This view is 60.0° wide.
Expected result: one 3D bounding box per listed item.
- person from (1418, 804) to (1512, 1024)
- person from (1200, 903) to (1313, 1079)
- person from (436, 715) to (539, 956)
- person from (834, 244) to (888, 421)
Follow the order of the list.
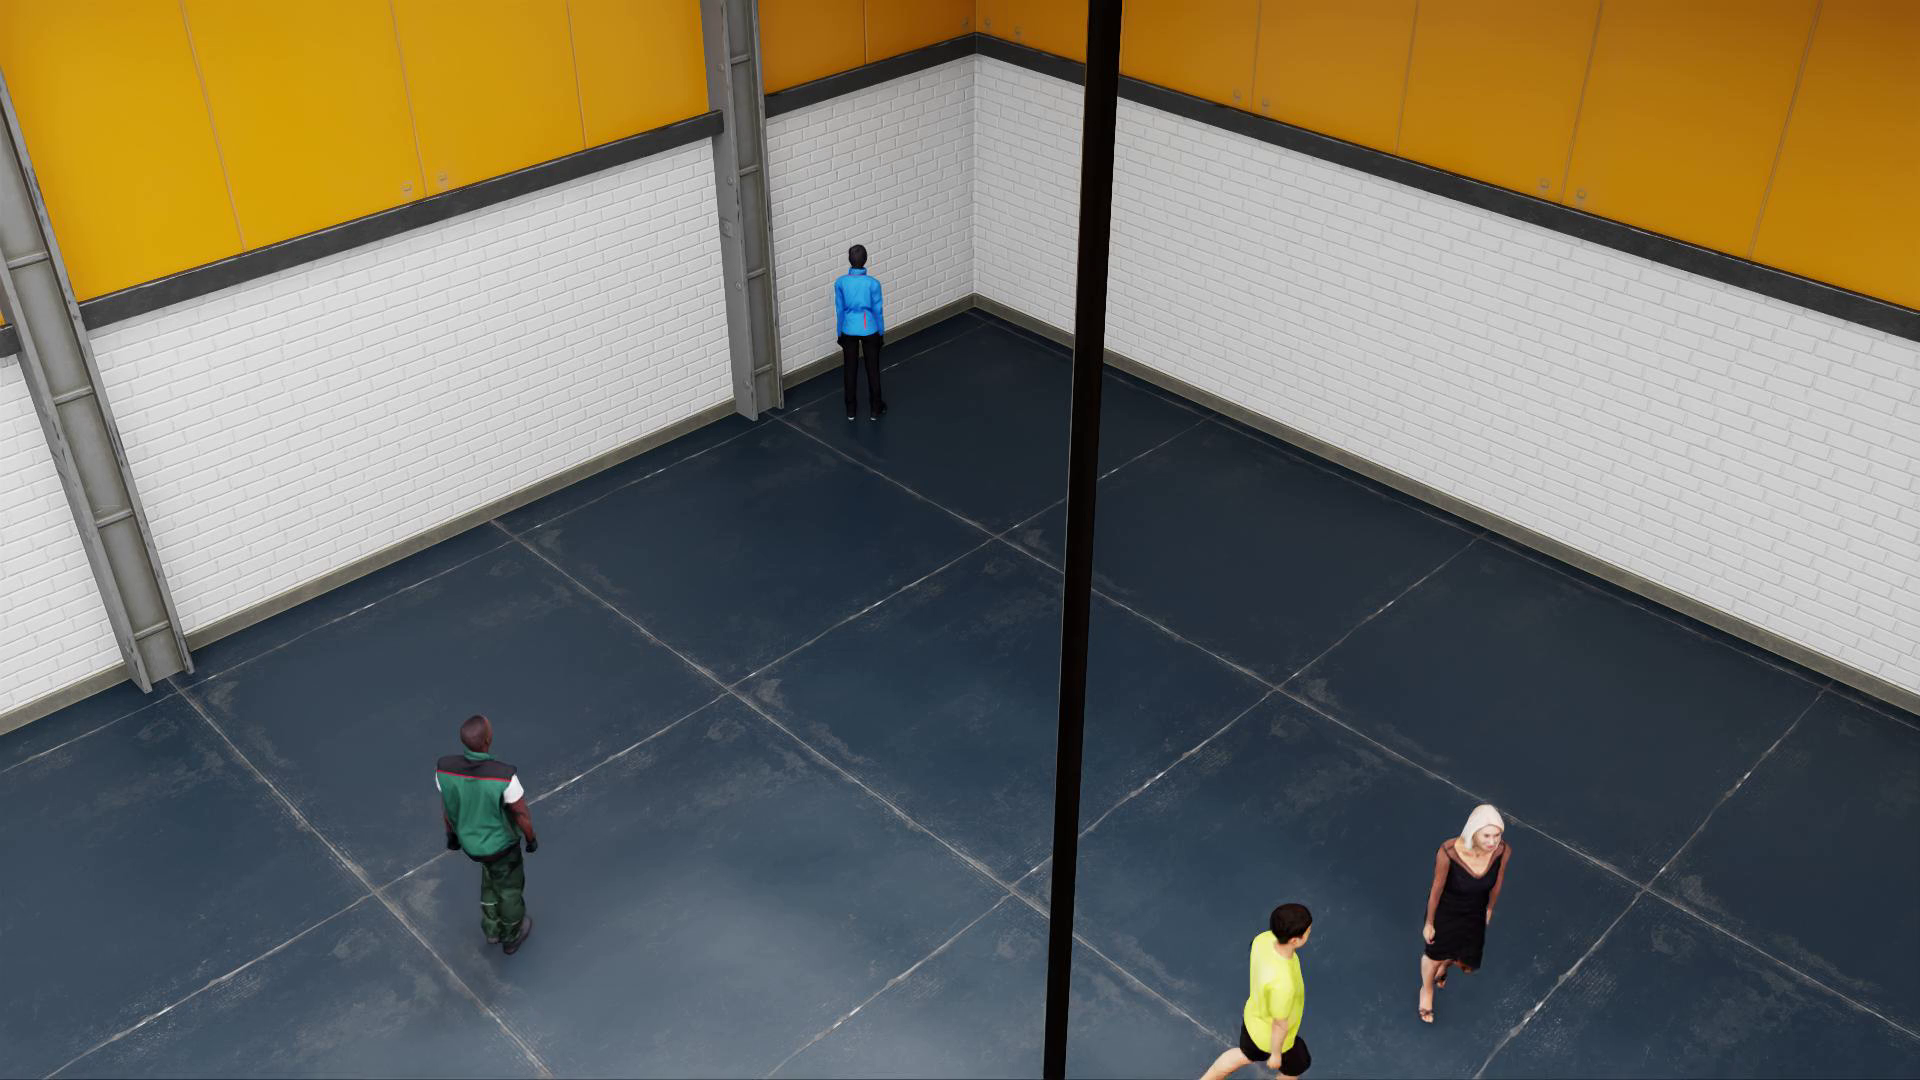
[{"bbox_3d":[2.904,2.128,9.794,0.775,1.728,0.838,2,34,4],"label":"person"},{"bbox_3d":[1.621,2.636,9.074,1.145,1.681,1.007,-6,34,-9],"label":"person"},{"bbox_3d":[-2.886,1.863,10.103,0.848,1.828,0.884,6,34,10],"label":"person"},{"bbox_3d":[-0.963,-1.983,15.920,0.690,1.793,0.730,3,34,4],"label":"person"}]
